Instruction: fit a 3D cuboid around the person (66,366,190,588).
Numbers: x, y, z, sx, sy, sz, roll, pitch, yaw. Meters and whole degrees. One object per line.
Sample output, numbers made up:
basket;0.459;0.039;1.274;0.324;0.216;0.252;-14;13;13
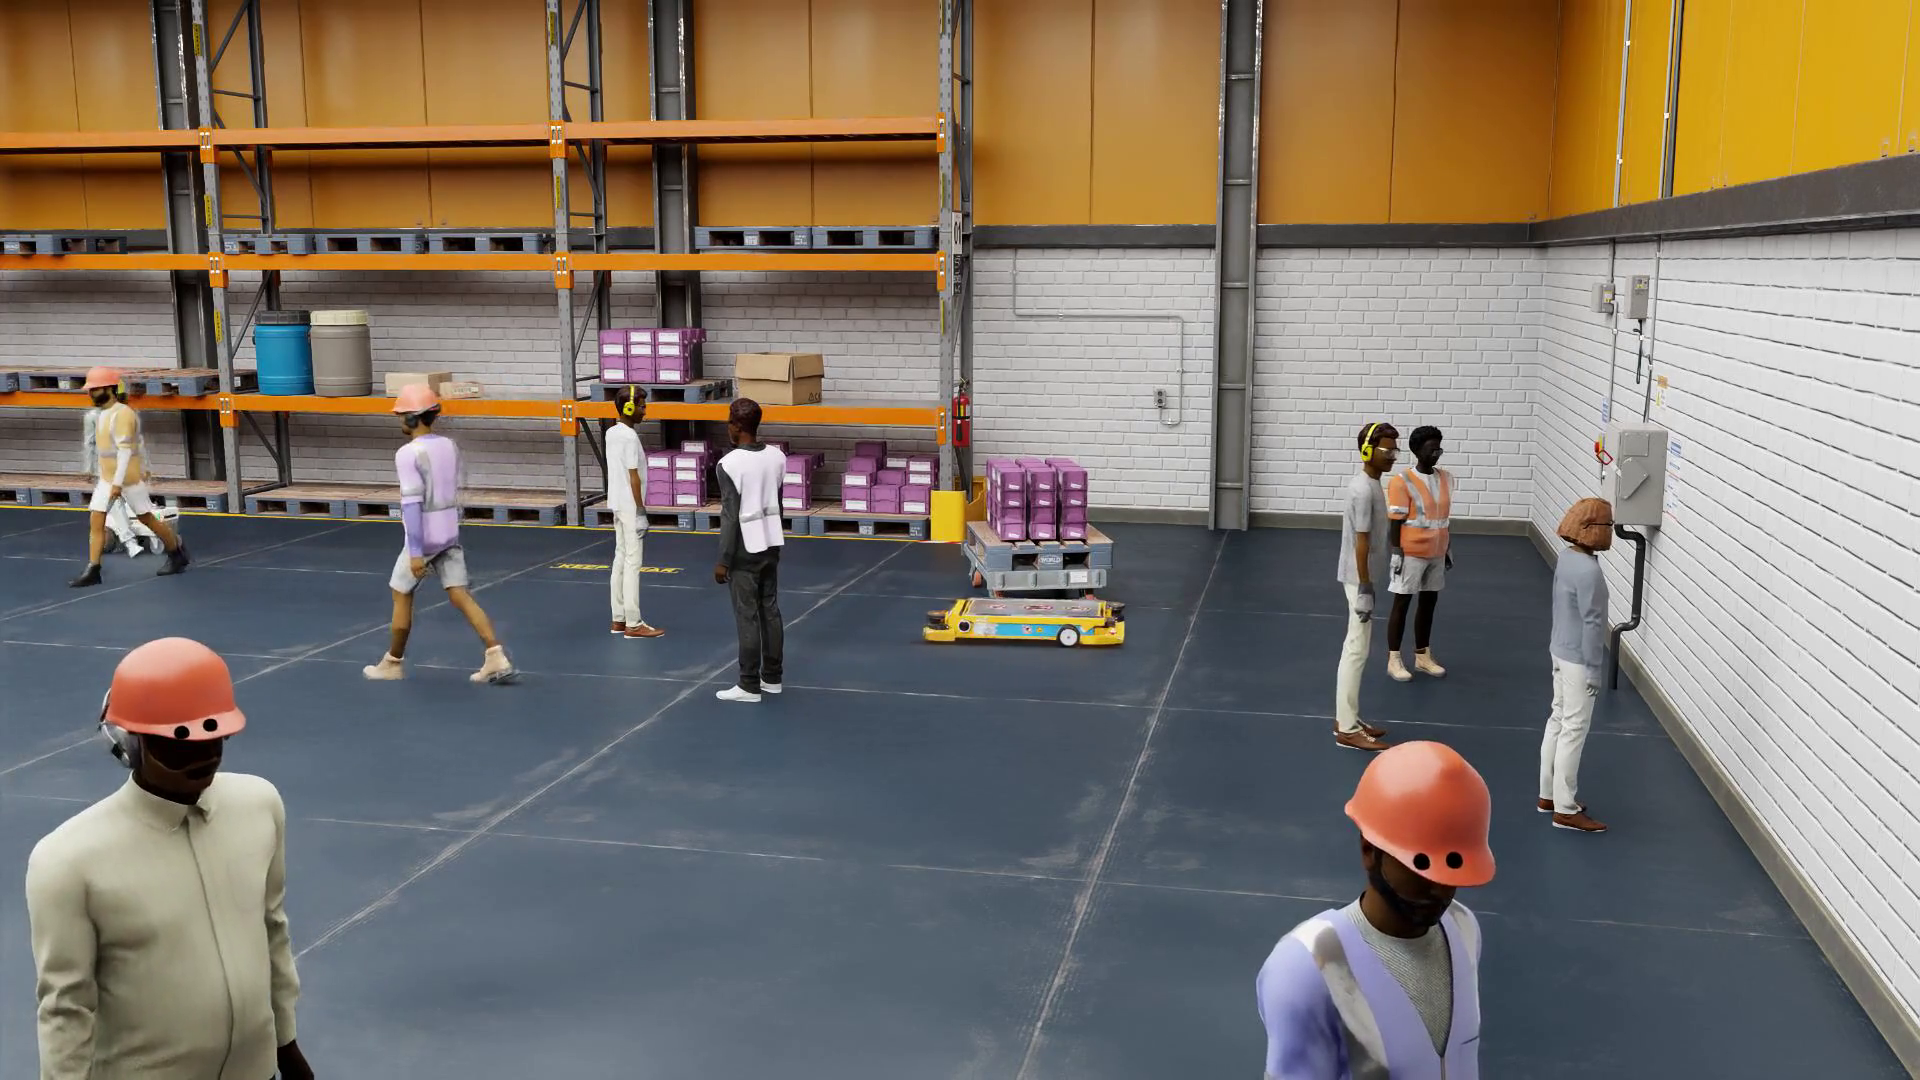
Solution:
person;-7.217;-0.570;14.367;0.542;1.887;1.026;6;11;32

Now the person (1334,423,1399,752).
person;2.326;0.257;9.508;0.331;1.866;0.513;2;10;13

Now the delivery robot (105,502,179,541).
delivery robot;-7.814;-0.203;15.806;0.707;0.478;0.477;1;10;10

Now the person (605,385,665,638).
person;-2.428;-0.210;12.273;0.327;1.865;0.521;-6;11;-32

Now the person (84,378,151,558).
person;-7.869;-0.685;15.569;0.915;1.684;0.502;8;12;38

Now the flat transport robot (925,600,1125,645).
flat transport robot;0.493;0.590;12.242;1.431;0.197;0.652;1;10;6

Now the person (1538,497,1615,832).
person;3.042;0.598;8.169;0.267;1.632;0.509;1;10;4

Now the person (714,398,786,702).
person;-1.316;0.063;10.488;0.392;1.922;0.591;6;11;30

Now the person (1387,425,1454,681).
person;3.056;0.085;11.021;0.541;1.695;0.315;-5;11;-27

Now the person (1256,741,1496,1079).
person;0.796;1.305;3.108;0.542;1.930;0.375;-7;12;-37

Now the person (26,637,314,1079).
person;-1.678;1.183;3.640;0.402;1.990;0.622;5;11;27

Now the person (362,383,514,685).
person;-3.410;-0.025;10.823;1.055;1.997;0.627;3;10;18
